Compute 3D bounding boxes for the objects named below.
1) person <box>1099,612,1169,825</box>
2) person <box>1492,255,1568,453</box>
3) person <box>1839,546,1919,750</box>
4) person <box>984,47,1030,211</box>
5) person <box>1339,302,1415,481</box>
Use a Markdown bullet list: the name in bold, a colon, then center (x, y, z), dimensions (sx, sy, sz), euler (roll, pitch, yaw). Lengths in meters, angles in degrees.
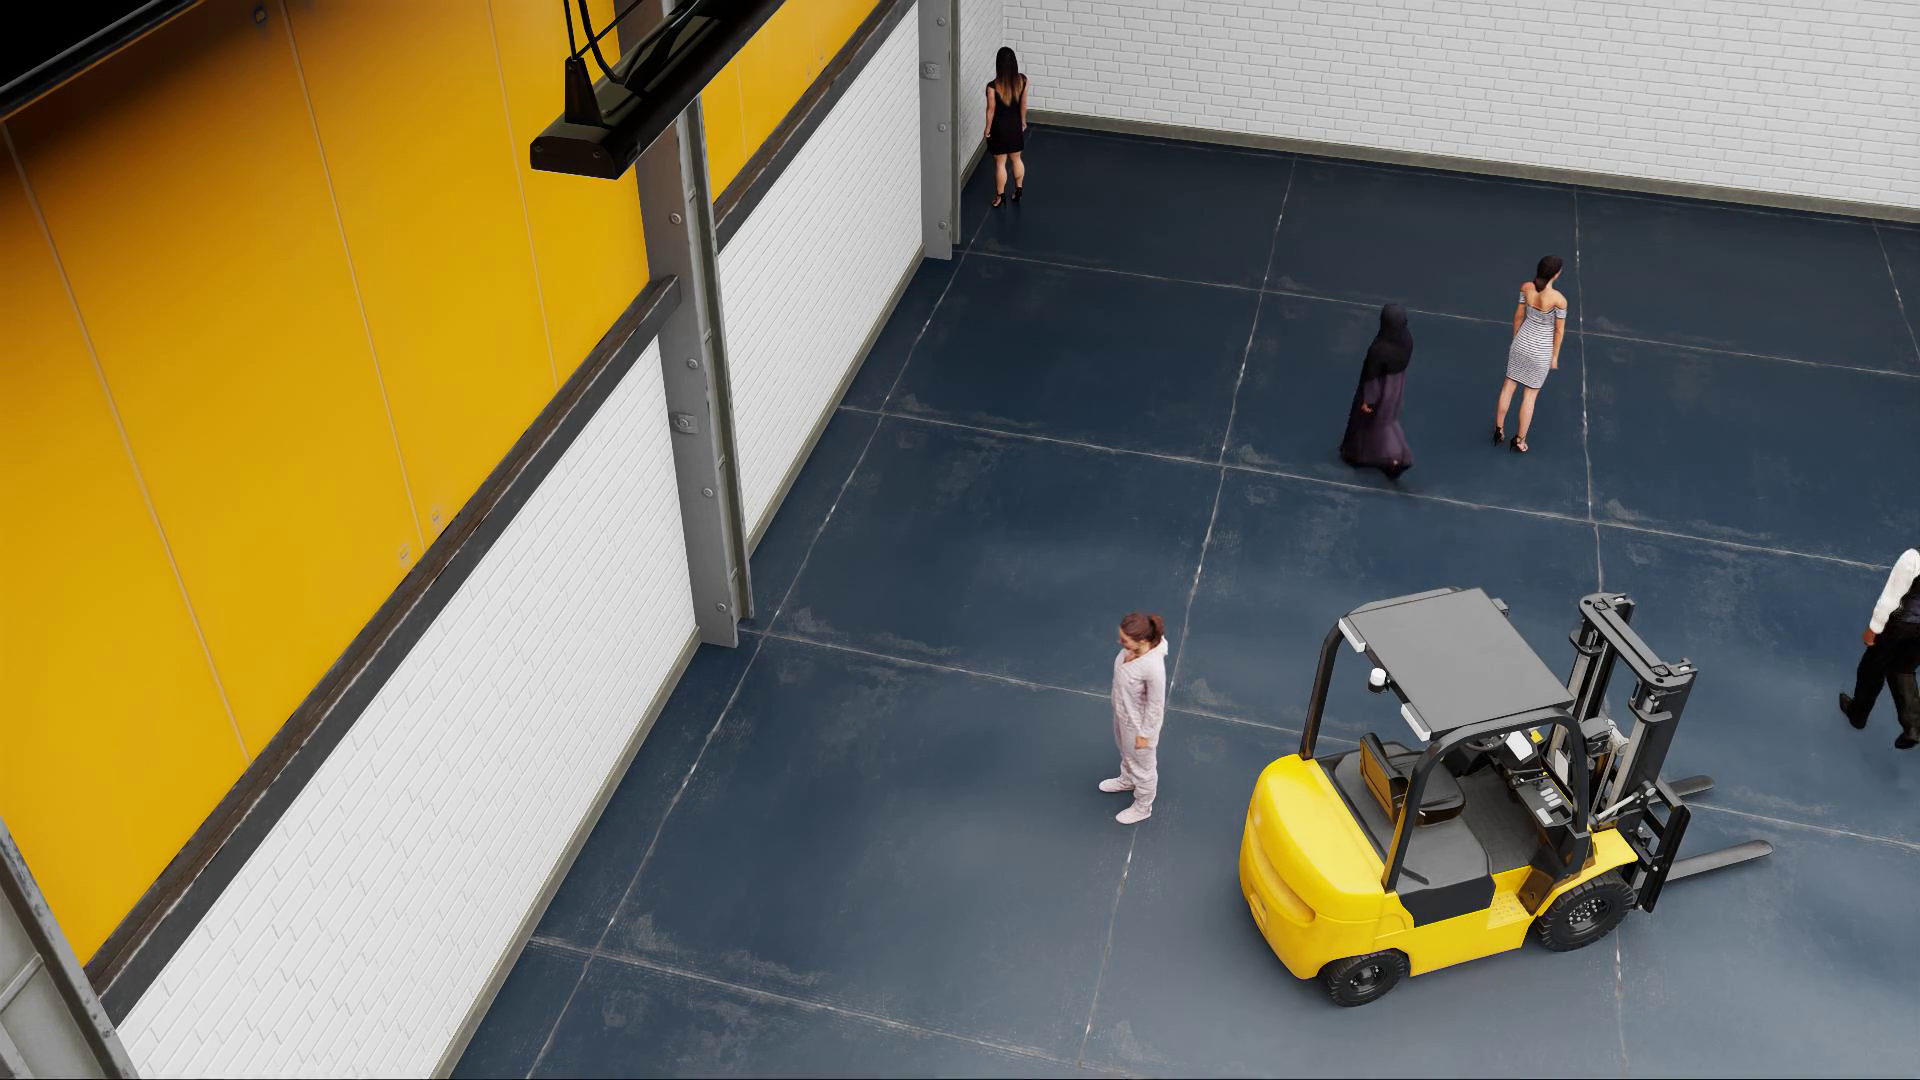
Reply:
- **person**: center (1.140, 1.083, 10.512), dimensions (0.788, 1.688, 0.683), euler (-10, 40, -13)
- **person**: center (4.686, -1.528, 13.674), dimensions (0.705, 1.822, 0.681), euler (-28, 47, -31)
- **person**: center (6.272, 0.617, 10.922), dimensions (0.872, 1.905, 1.075), euler (-1, 39, -1)
- **person**: center (0.481, -4.238, 17.152), dimensions (0.750, 1.717, 0.807), euler (-19, 42, -22)
- **person**: center (3.447, -1.184, 13.422), dimensions (0.948, 1.600, 1.024), euler (-19, 42, -22)
